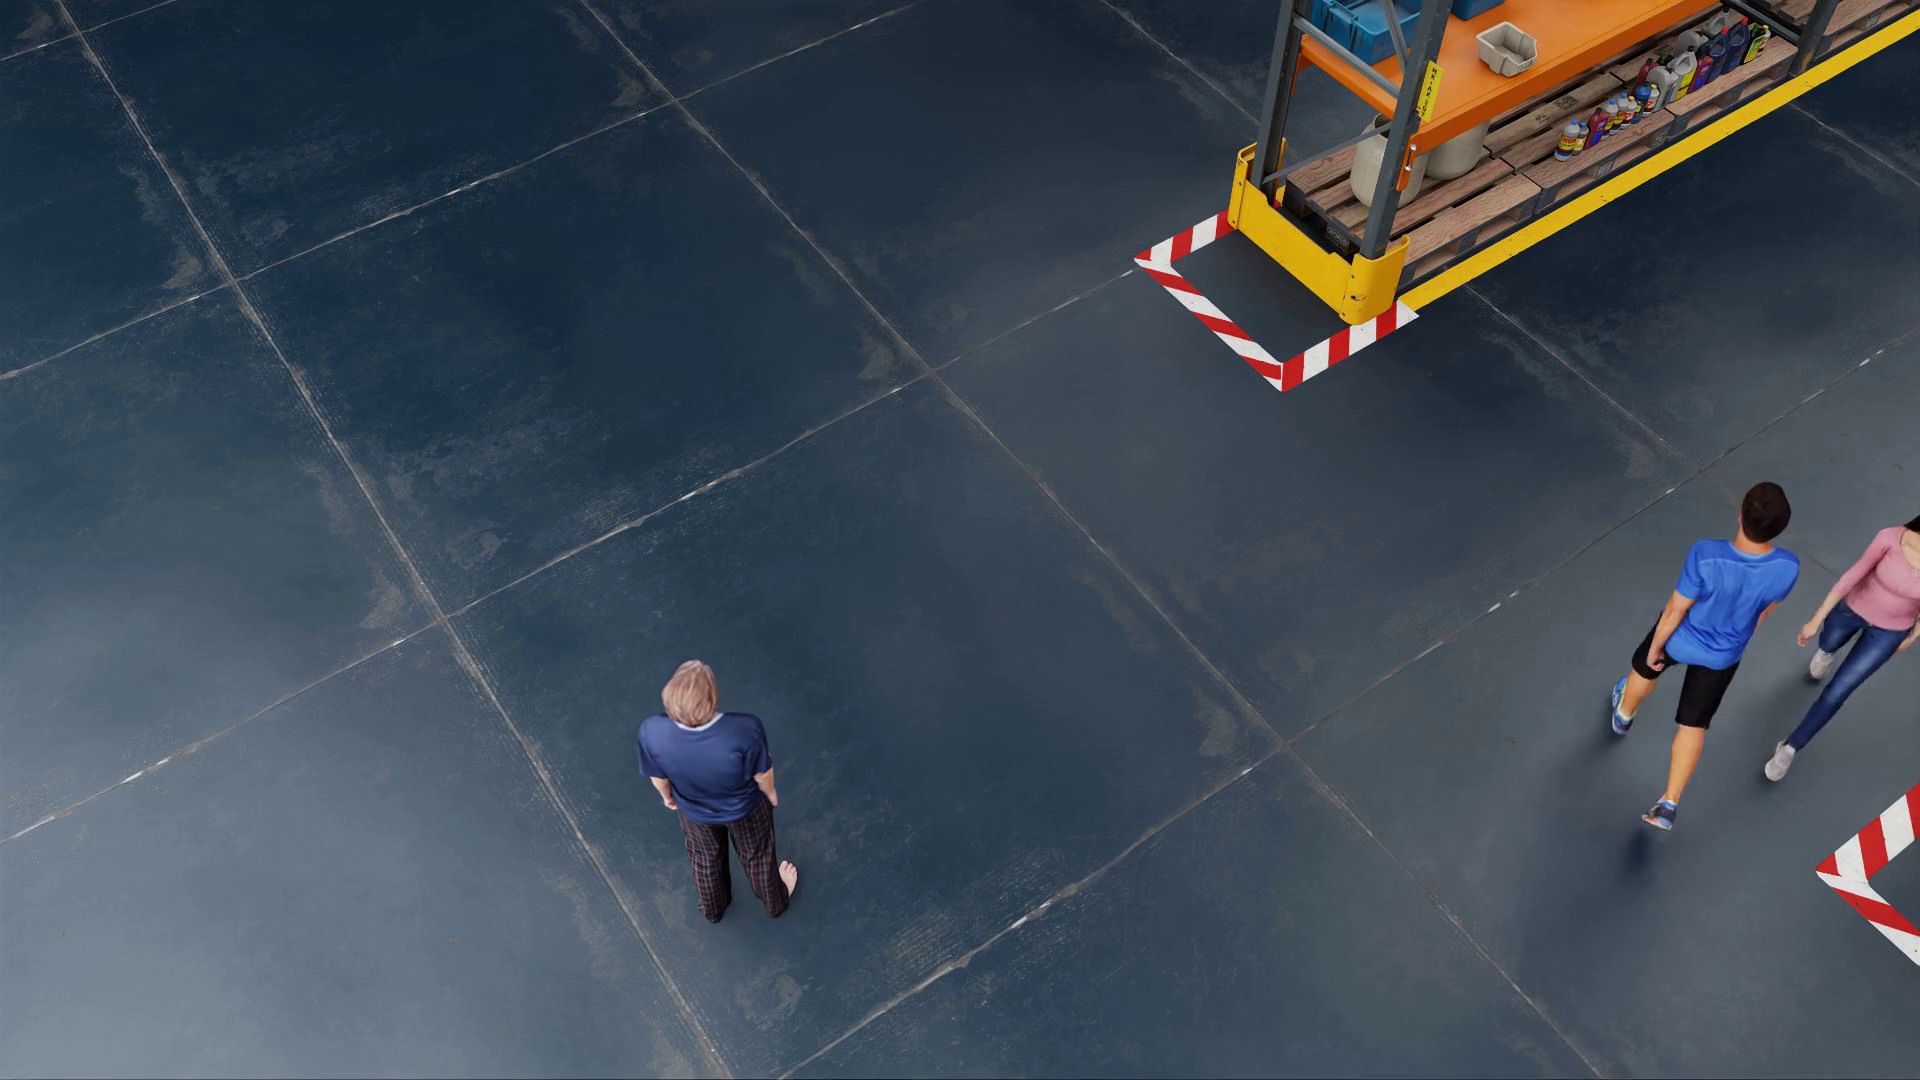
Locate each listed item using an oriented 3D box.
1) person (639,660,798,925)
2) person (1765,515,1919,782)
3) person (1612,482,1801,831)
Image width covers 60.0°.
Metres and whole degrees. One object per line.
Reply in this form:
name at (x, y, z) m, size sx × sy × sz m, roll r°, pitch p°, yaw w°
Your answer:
person at (-0.968, 1.046, 6.734) m, size 0.687 × 1.872 × 0.800 m, roll -1°, pitch 52°, yaw -1°
person at (4.069, 0.304, 7.415) m, size 0.804 × 1.704 × 1.199 m, roll 33°, pitch 59°, yaw 23°
person at (3.193, 0.521, 7.161) m, size 1.066 × 1.839 × 1.215 m, roll 14°, pitch 53°, yaw 10°
